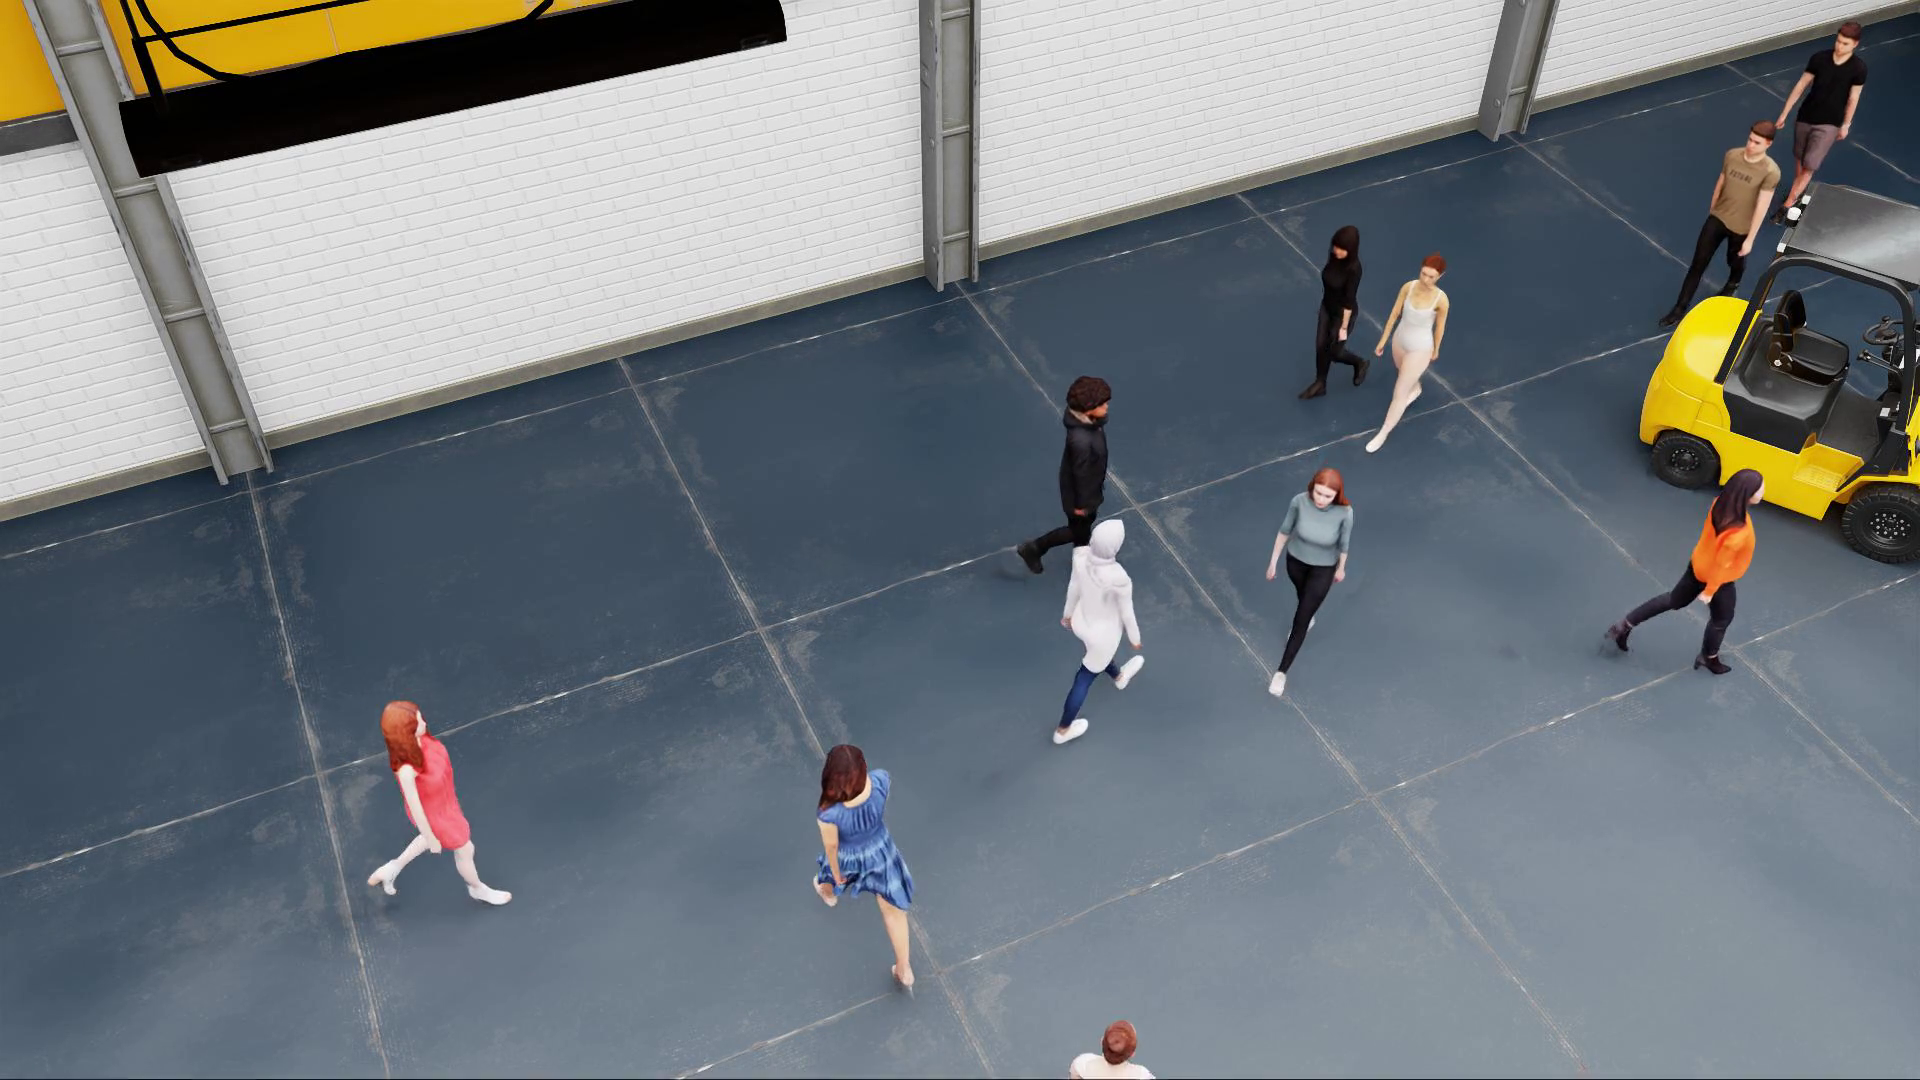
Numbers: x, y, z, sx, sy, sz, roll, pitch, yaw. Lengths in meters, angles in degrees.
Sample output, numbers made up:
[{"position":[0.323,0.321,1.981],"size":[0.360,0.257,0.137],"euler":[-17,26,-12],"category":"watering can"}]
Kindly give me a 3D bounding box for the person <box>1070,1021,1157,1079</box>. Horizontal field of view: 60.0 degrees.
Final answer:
[{"position":[0.668,2.882,7.908],"size":[0.697,1.785,0.754],"euler":[14,45,14],"category":"person"}]

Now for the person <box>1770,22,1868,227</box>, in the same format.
[{"position":[7.737,-3.787,14.874],"size":[1.132,1.833,0.903],"euler":[-34,53,-30],"category":"person"}]

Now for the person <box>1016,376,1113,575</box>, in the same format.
[{"position":[0.752,-0.391,11.359],"size":[1.048,1.764,0.898],"euler":[4,44,4],"category":"person"}]

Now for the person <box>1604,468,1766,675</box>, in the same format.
[{"position":[4.763,0.211,10.760],"size":[1.180,1.719,1.006],"euler":[5,44,6],"category":"person"}]

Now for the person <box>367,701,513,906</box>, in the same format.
[{"position":[-3.029,1.520,9.323],"size":[1.068,1.805,0.784],"euler":[-6,44,-6],"category":"person"}]

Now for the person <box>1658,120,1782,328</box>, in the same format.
[{"position":[6.404,-2.612,13.656],"size":[1.304,1.811,0.898],"euler":[-30,51,-27],"category":"person"}]

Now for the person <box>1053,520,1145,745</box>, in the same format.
[{"position":[0.779,0.613,10.326],"size":[1.149,1.735,0.800],"euler":[-29,51,-27],"category":"person"}]

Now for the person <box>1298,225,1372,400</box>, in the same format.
[{"position":[2.995,-1.784,12.927],"size":[0.795,1.618,0.572],"euler":[-19,47,-18],"category":"person"}]

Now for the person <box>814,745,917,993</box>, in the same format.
[{"position":[-0.484,1.808,9.064],"size":[1.153,1.747,0.783],"euler":[-22,48,-22],"category":"person"}]

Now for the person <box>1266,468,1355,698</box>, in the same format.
[{"position":[2.313,0.129,10.867],"size":[1.044,1.690,1.211],"euler":[21,48,21],"category":"person"}]

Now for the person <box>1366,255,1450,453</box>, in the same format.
[{"position":[3.479,-1.505,12.651],"size":[0.838,1.595,1.167],"euler":[33,53,30],"category":"person"}]
